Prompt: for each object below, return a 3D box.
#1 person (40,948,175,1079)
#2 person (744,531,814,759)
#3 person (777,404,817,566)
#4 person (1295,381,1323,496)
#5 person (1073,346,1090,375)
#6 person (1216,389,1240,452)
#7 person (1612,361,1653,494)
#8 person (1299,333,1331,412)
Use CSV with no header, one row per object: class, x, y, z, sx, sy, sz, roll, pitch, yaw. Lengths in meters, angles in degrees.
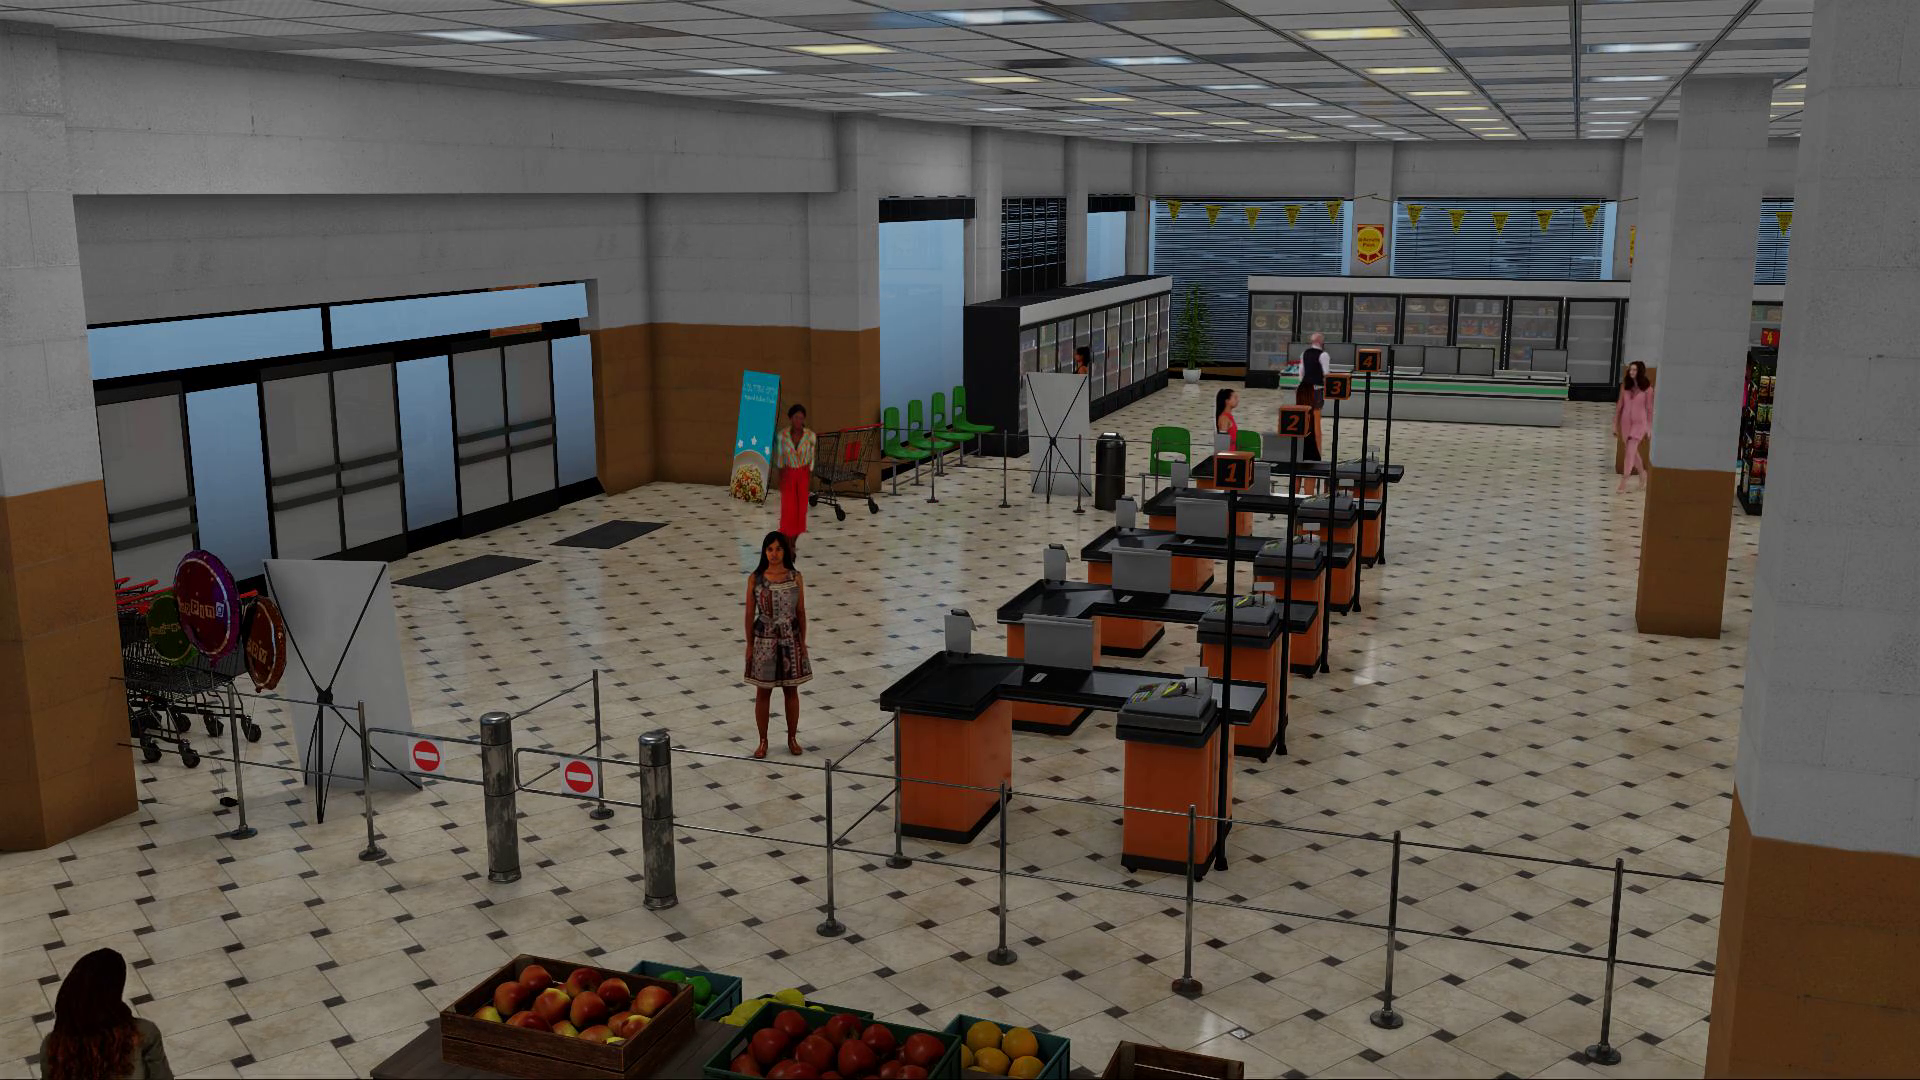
person,-2.948,2.163,5.755,1.027,1.450,0.921,-1,12,-6
person,-1.323,0.741,12.032,0.664,1.645,0.785,-3,12,-12
person,-1.803,-0.600,18.163,0.916,1.744,0.904,-1,12,-7
person,4.065,-0.964,19.668,0.511,1.835,0.674,7,14,29
person,1.881,-2.203,25.974,0.642,1.662,0.656,-1,12,-5
person,3.167,-0.952,19.878,0.598,1.725,0.640,3,12,13
person,9.138,-1.507,22.431,1.054,1.759,1.148,-9,15,-38
person,5.570,-2.365,26.395,0.903,1.805,0.826,-9,15,-35
